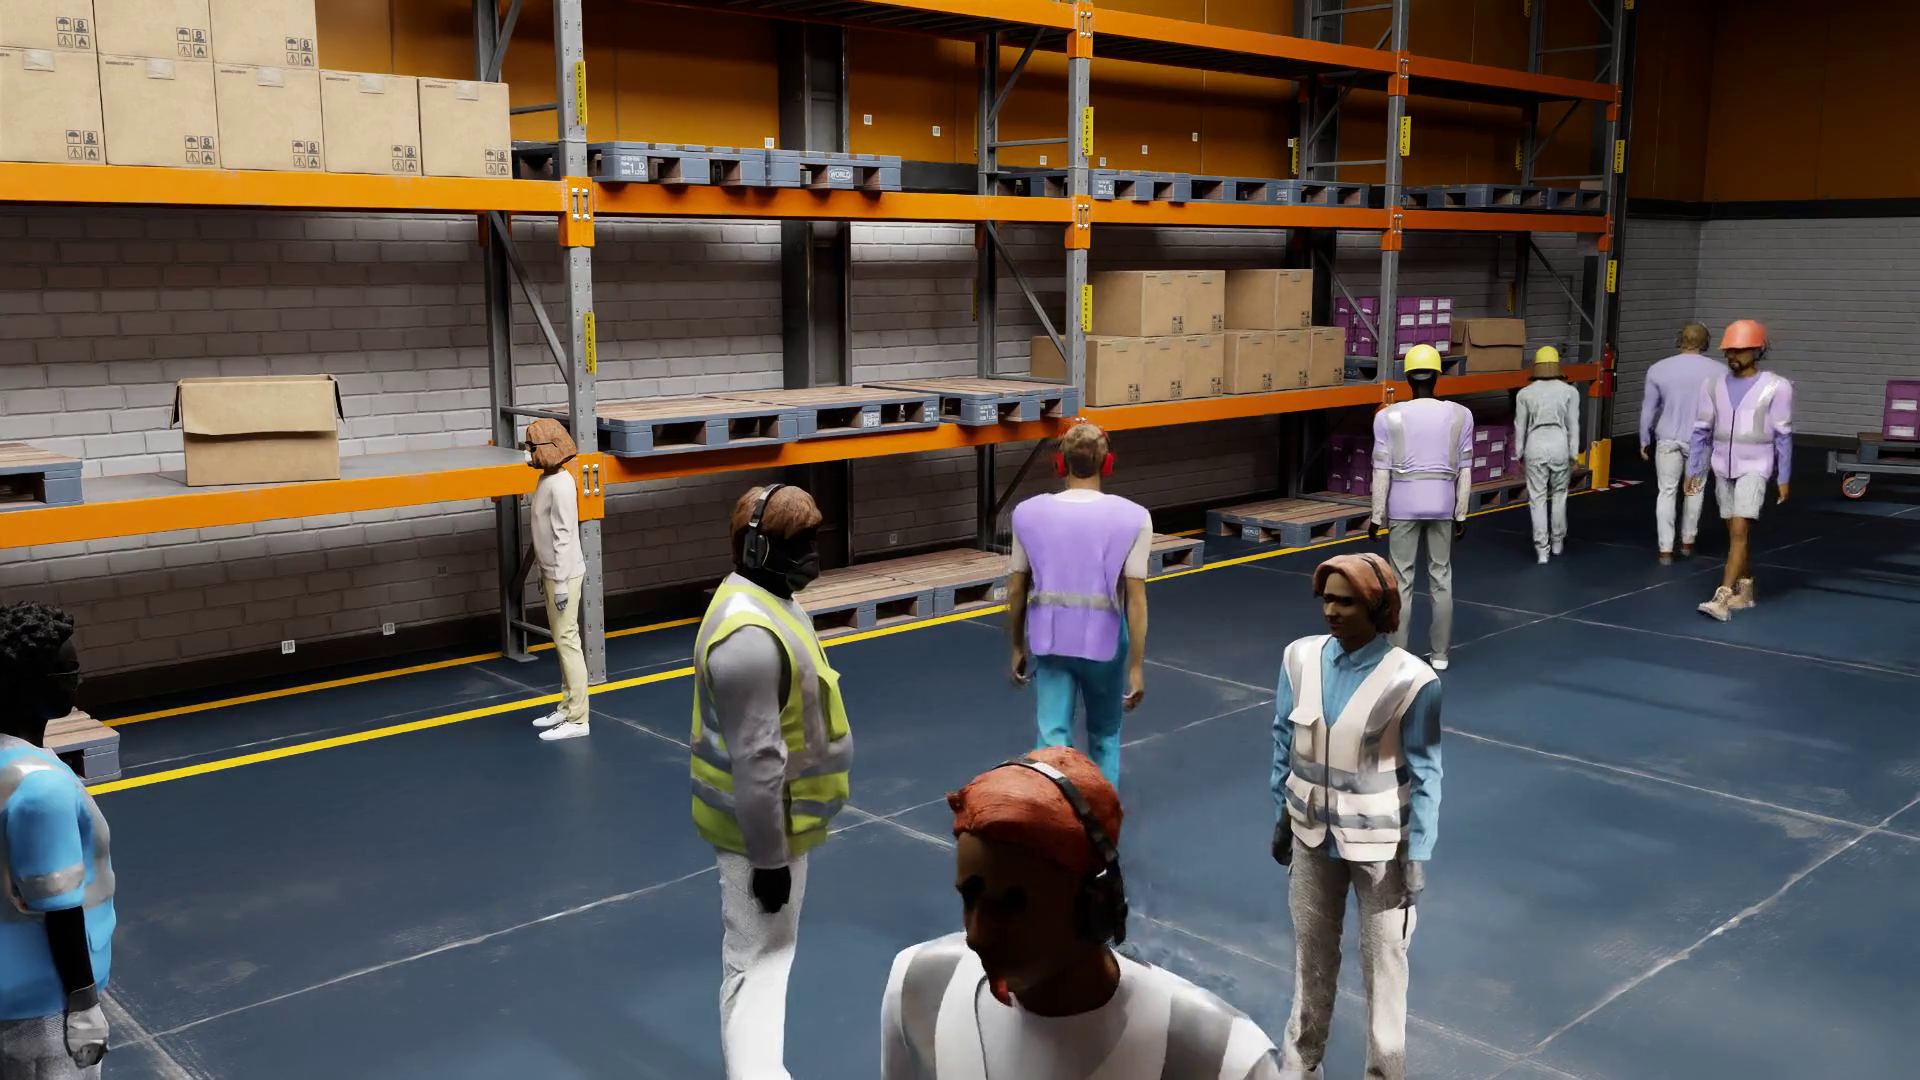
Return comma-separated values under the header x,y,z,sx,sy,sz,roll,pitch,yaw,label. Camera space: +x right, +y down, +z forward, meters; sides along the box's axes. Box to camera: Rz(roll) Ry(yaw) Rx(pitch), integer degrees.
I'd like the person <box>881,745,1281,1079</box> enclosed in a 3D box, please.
x,y,z,sx,sy,sz,roll,pitch,yaw,label
0.175,1.150,2.234,0.618,1.838,1.031,7,12,36,person

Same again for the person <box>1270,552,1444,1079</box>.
x,y,z,sx,sy,sz,roll,pitch,yaw,label
1.082,0.838,4.604,0.315,1.641,0.515,-9,13,-43,person

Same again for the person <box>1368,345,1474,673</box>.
x,y,z,sx,sy,sz,roll,pitch,yaw,label
2.676,-0.173,9.711,0.584,1.918,0.381,0,10,0,person

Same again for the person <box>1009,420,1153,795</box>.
x,y,z,sx,sy,sz,roll,pitch,yaw,label
0.451,0.437,6.502,0.582,1.803,0.958,3,10,16,person

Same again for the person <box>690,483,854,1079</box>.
x,y,z,sx,sy,sz,roll,pitch,yaw,label
-0.499,0.763,4.468,0.430,1.841,0.624,-1,10,-4,person

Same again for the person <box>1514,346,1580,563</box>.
x,y,z,sx,sy,sz,roll,pitch,yaw,label
4.712,-0.697,13.381,0.501,1.697,0.824,3,10,18,person

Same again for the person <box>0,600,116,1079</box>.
x,y,z,sx,sy,sz,roll,pitch,yaw,label
-2.018,0.971,3.659,0.540,1.695,0.317,9,13,43,person

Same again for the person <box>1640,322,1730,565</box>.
x,y,z,sx,sy,sz,roll,pitch,yaw,label
5.795,-0.787,13.322,0.658,1.902,0.877,5,11,27,person

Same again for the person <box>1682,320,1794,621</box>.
x,y,z,sx,sy,sz,roll,pitch,yaw,label
5.176,-0.464,11.175,0.983,1.994,0.633,-7,12,-34,person

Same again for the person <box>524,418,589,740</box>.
x,y,z,sx,sy,sz,roll,pitch,yaw,label
-2.040,0.194,8.421,0.277,1.629,0.497,-4,10,-21,person
